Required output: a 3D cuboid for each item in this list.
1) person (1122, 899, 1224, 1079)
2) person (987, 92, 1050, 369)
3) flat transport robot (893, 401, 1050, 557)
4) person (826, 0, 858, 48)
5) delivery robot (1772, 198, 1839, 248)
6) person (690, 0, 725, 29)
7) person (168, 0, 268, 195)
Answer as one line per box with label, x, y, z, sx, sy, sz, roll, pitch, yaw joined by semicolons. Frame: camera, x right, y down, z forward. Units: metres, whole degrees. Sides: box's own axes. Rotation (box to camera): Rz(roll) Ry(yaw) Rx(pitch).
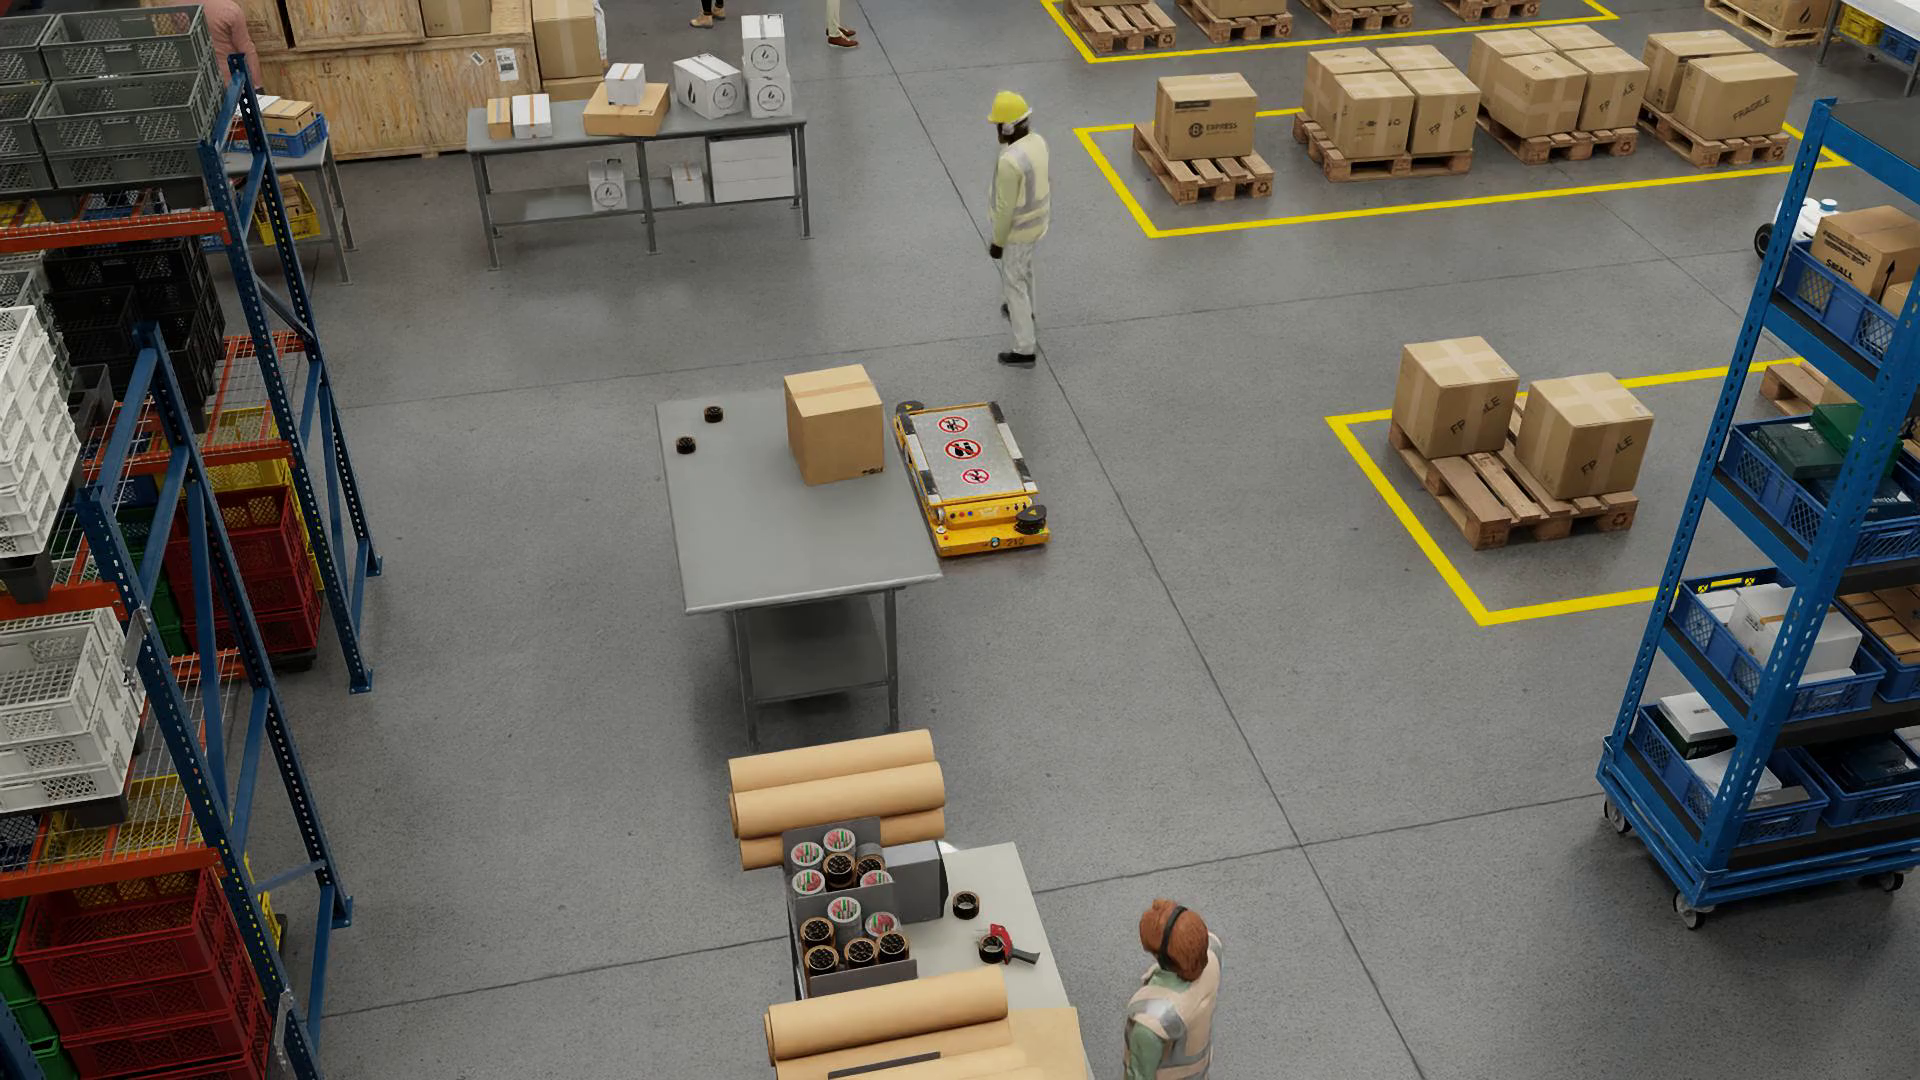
person;0.731;1.876;5.877;0.310;1.633;0.518;22;42;27
person;0.406;-2.122;11.139;0.520;1.780;0.751;14;39;18
flat transport robot;0.046;-0.430;10.108;0.652;0.197;1.431;-8;37;-10
person;-1.165;-5.656;15.803;0.314;1.869;0.536;-4;37;-5
delivery robot;6.345;-2.274;12.275;0.477;0.478;0.707;-7;37;-10
person;-2.534;-5.878;16.243;0.322;1.697;0.533;17;40;21
person;-5.765;-3.662;13.104;0.636;1.900;0.402;9;37;11
